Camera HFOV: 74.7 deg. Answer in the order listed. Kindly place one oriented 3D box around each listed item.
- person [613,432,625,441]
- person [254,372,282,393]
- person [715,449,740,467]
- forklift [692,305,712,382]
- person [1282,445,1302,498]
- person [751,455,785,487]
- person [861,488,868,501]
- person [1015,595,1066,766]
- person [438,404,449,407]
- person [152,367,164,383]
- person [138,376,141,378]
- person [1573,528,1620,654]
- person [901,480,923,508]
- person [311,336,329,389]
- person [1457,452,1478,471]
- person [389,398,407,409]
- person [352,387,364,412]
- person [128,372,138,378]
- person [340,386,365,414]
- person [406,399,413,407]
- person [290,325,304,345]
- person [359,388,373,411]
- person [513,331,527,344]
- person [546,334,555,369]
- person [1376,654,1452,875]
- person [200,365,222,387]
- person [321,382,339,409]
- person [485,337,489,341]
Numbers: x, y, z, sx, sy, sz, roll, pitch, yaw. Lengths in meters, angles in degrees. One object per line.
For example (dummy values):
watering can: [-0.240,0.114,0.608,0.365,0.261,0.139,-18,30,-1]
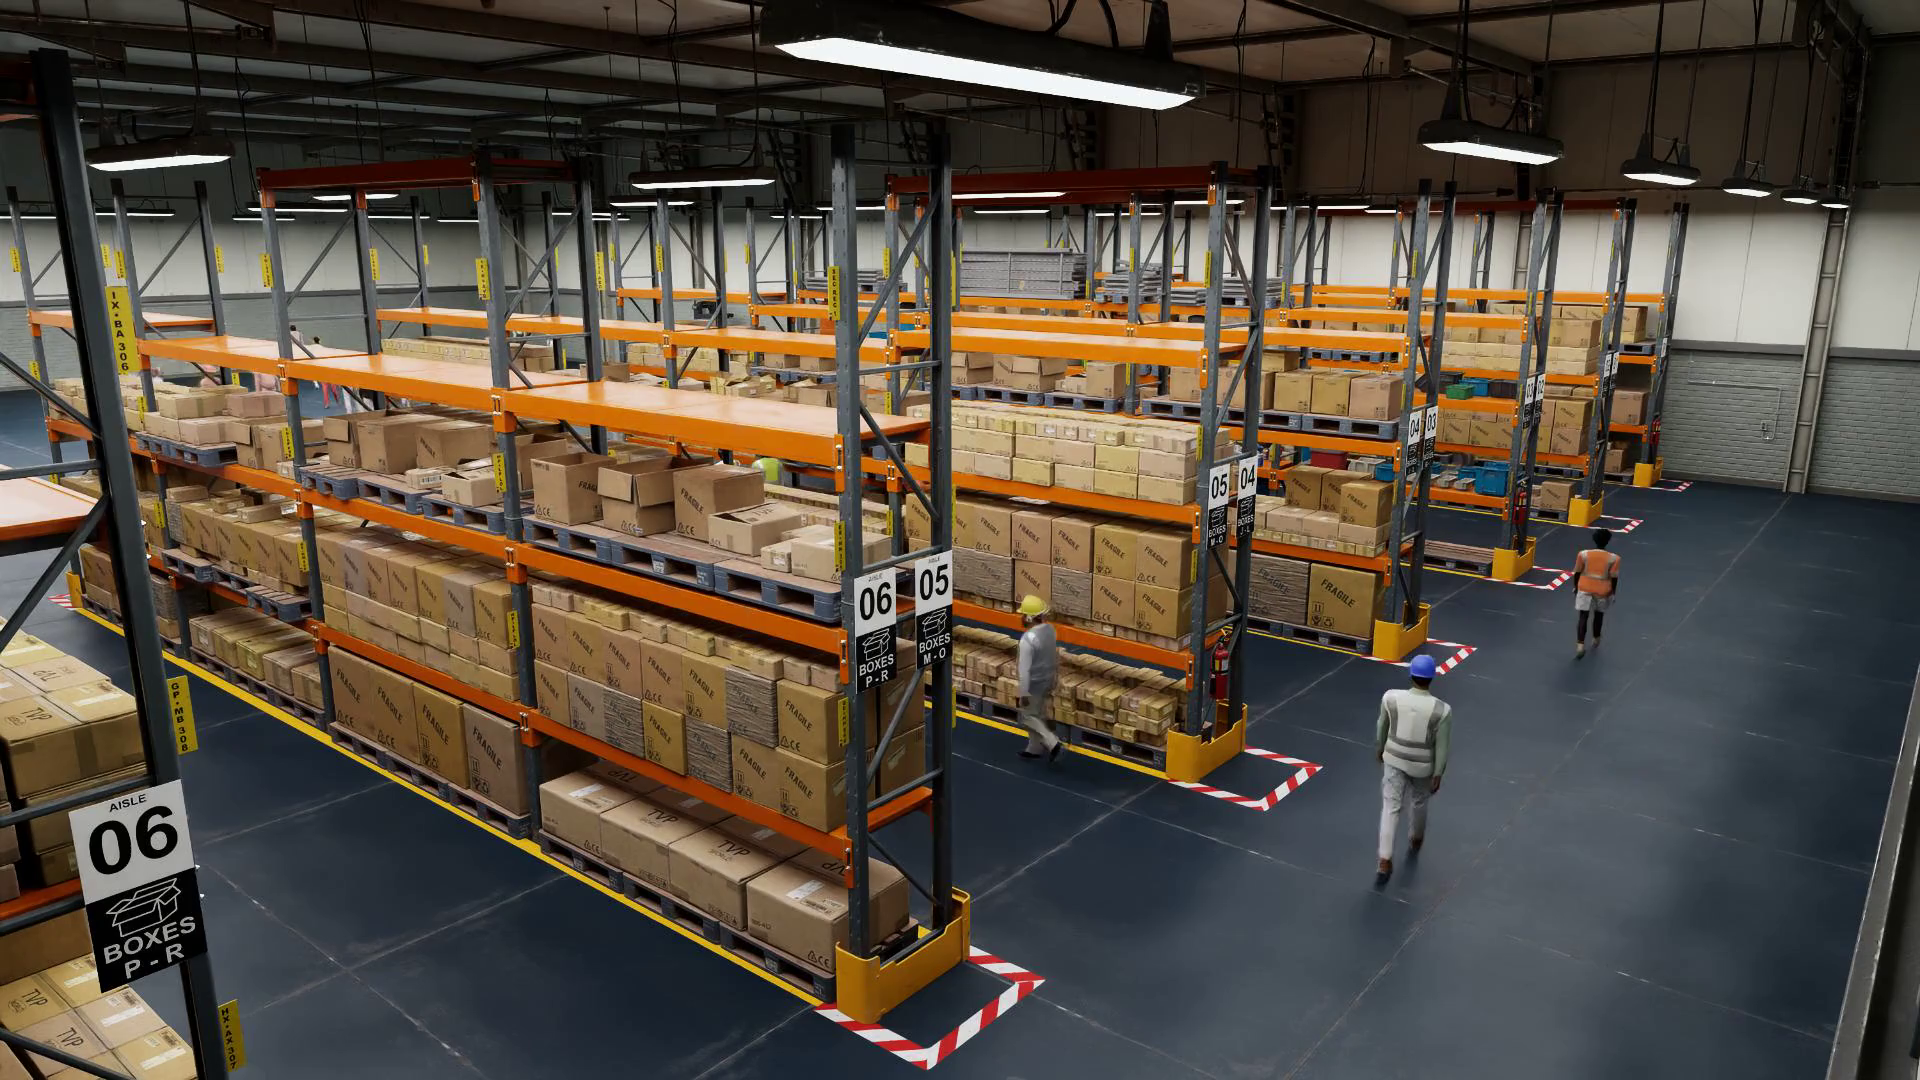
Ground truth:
person: [-8.653,-3.151,31.887,0.603,1.785,0.959,-2,14,-10]
person: [-19.950,-4.324,36.479,0.785,1.880,0.673,7,15,28]
person: [-4.028,-0.742,21.757,0.354,1.883,0.573,10,17,37]
forklift: [-9.511,-7.392,47.124,1.873,2.768,1.129,11,17,38]
person: [6.835,-1.658,25.647,0.475,1.821,0.611,7,16,28]
person: [-3.387,-0.788,22.159,0.626,1.799,0.954,-13,19,-43]
person: [-1.658,-0.124,19.772,0.523,1.614,0.517,-12,18,-42]
person: [0.832,1.457,12.875,0.586,1.815,0.594,9,16,33]
person: [-14.185,-3.748,34.448,0.489,1.727,0.585,3,14,12]
person: [-21.744,-3.764,34.205,0.651,1.878,0.850,10,17,35]
person: [-22.514,-3.886,34.730,0.539,1.883,0.989,10,17,35]
person: [8.305,0.658,16.487,0.540,1.652,0.857,9,16,32]
person: [-0.612,0.106,17.996,0.613,2.023,0.786,-12,18,-39]
person: [-22.934,-6.348,44.949,0.535,1.829,0.955,-2,14,-8]
person: [10.859,-2.028,26.977,0.634,1.925,0.459,-10,17,-35]
person: [-15.154,-3.703,33.884,0.553,1.904,0.800,-9,17,-34]
person: [-17.130,-4.210,36.081,0.530,1.856,0.540,9,17,34]
person: [-25.936,-5.031,39.428,1.002,1.880,0.595,-2,14,-7]
person: [-18.263,-4.631,37.764,0.665,1.868,0.887,-2,14,-9]
person: [-15.729,-4.021,35.833,0.837,1.600,0.525,10,17,36]
person: [-26.618,-7.690,50.431,0.429,1.839,0.633,13,19,42]
person: [-16.241,-3.954,34.736,0.623,1.992,0.396,-10,17,-36]
person: [-18.138,-8.049,51.963,0.509,1.817,0.443,-6,15,-23]
person: [-16.527,-7.910,51.108,0.392,1.946,0.616,8,16,30]
person: [3.876,1.907,10.854,0.617,1.904,1.020,7,15,27]
person: [-20.031,-3.720,33.878,1.023,1.938,0.664,6,15,24]
person: [-19.998,-5.073,39.874,0.523,1.739,0.767,-3,14,-11]
person: [-16.429,-6.162,44.080,1.011,1.881,0.560,11,18,39]
